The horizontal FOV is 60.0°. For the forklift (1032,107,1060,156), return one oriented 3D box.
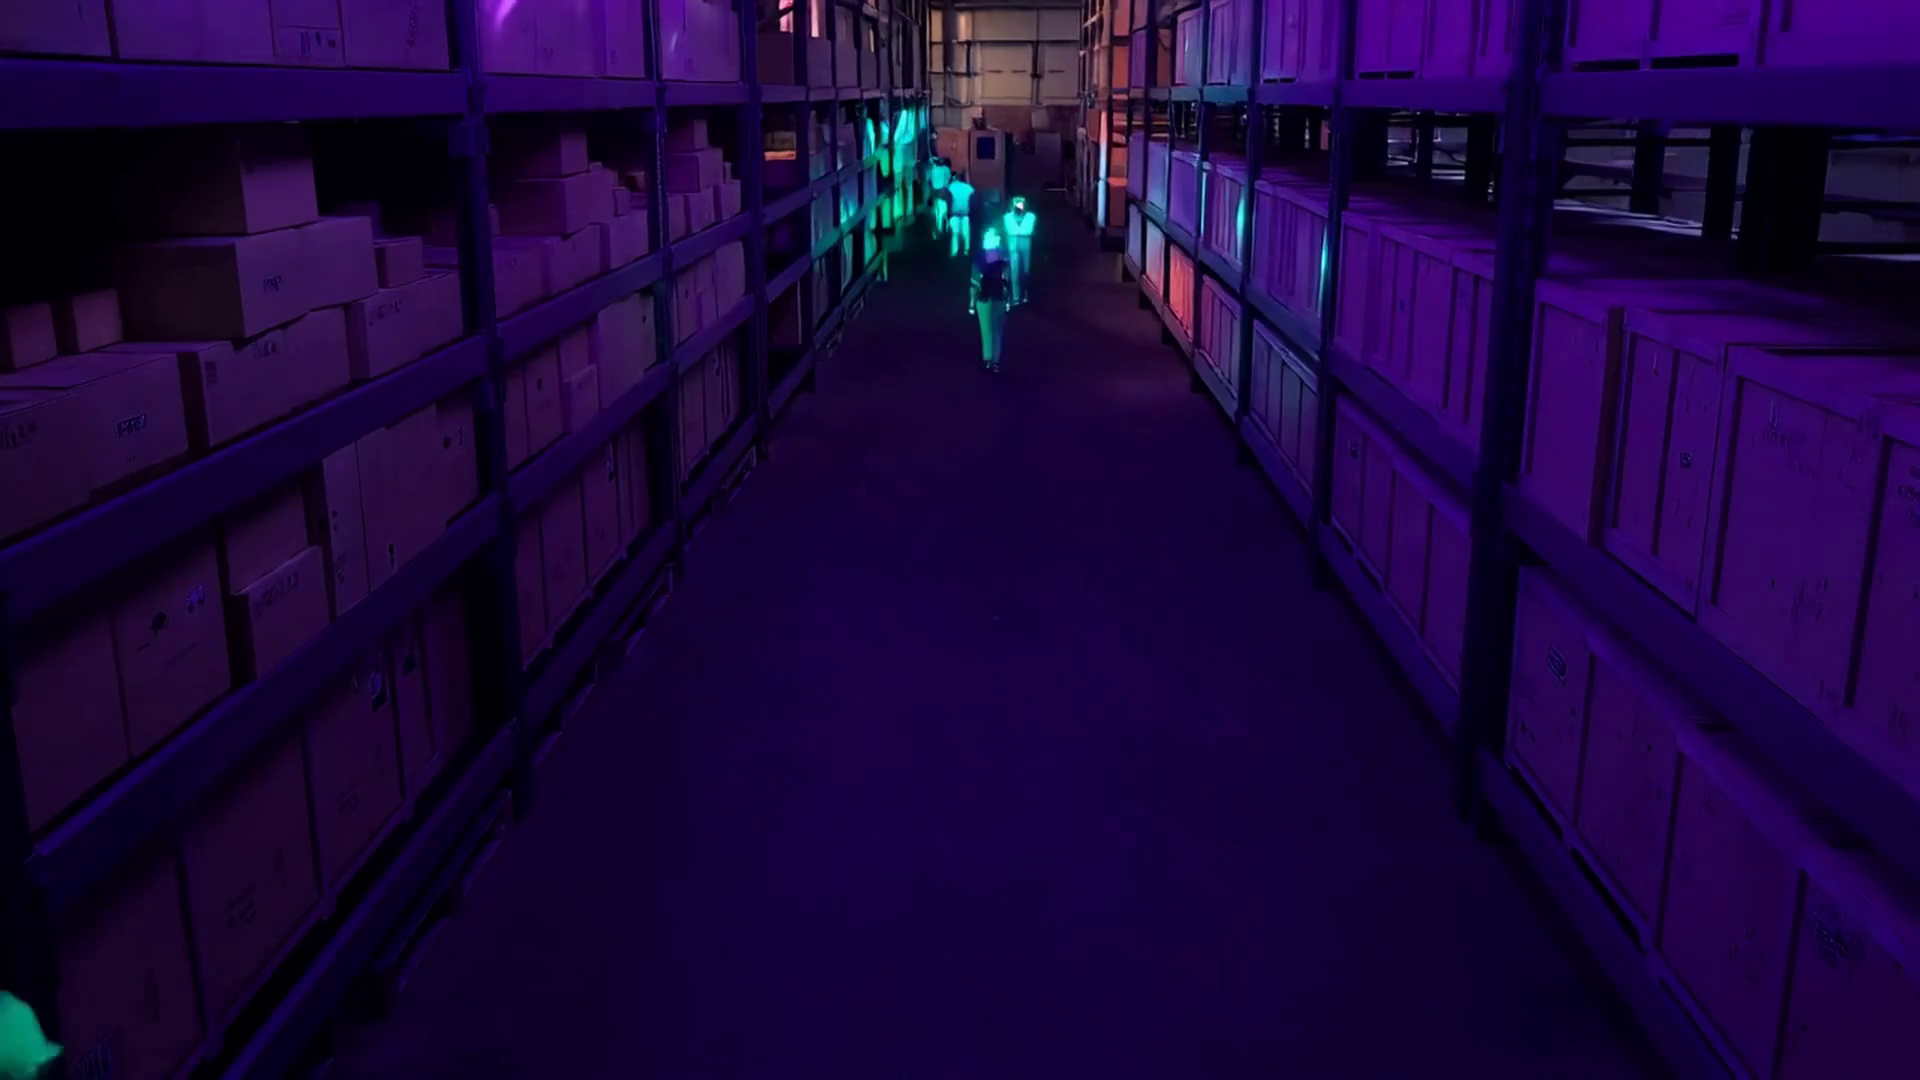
[{"bbox_3d":[3.952,-19.374,79.877,1.129,2.768,1.873,-7,17,-24],"label":"forklift"}]

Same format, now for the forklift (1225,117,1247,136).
[{"bbox_3d":[7.700,-10.150,45.555,1.129,2.768,1.873,0,15,1],"label":"forklift"}]

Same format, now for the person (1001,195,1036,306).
[{"bbox_3d":[0.974,-4.804,27.664,0.592,1.824,0.527,0,15,1],"label":"person"}]

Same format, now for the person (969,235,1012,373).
[{"bbox_3d":[0.379,-2.982,21.076,0.537,1.725,0.819,1,15,4],"label":"person"}]

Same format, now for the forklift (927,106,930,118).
[{"bbox_3d":[-1.924,-21.395,87.397,1.129,2.768,1.873,0,15,2],"label":"forklift"}]

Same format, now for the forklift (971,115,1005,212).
[{"bbox_3d":[0.804,-11.289,49.793,1.129,2.768,1.873,0,15,2],"label":"forklift"}]

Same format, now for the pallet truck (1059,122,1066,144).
[{"bbox_3d":[5.788,-21.111,88.014,1.885,1.965,0.823,5,16,18],"label":"pallet truck"}]

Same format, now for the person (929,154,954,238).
[{"bbox_3d":[-0.456,-8.402,40.678,0.627,2.023,0.586,1,15,2],"label":"person"}]

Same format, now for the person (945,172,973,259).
[{"bbox_3d":[-0.029,-6.921,35.514,0.622,1.845,0.429,-5,16,-19],"label":"person"}]

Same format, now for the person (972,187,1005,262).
[{"bbox_3d":[0.642,-6.445,34.198,0.793,1.606,0.506,8,17,28],"label":"person"}]

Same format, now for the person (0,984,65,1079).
[{"bbox_3d":[-1.877,1.763,3.271,0.469,1.801,0.617,-11,18,-34],"label":"person"}]
